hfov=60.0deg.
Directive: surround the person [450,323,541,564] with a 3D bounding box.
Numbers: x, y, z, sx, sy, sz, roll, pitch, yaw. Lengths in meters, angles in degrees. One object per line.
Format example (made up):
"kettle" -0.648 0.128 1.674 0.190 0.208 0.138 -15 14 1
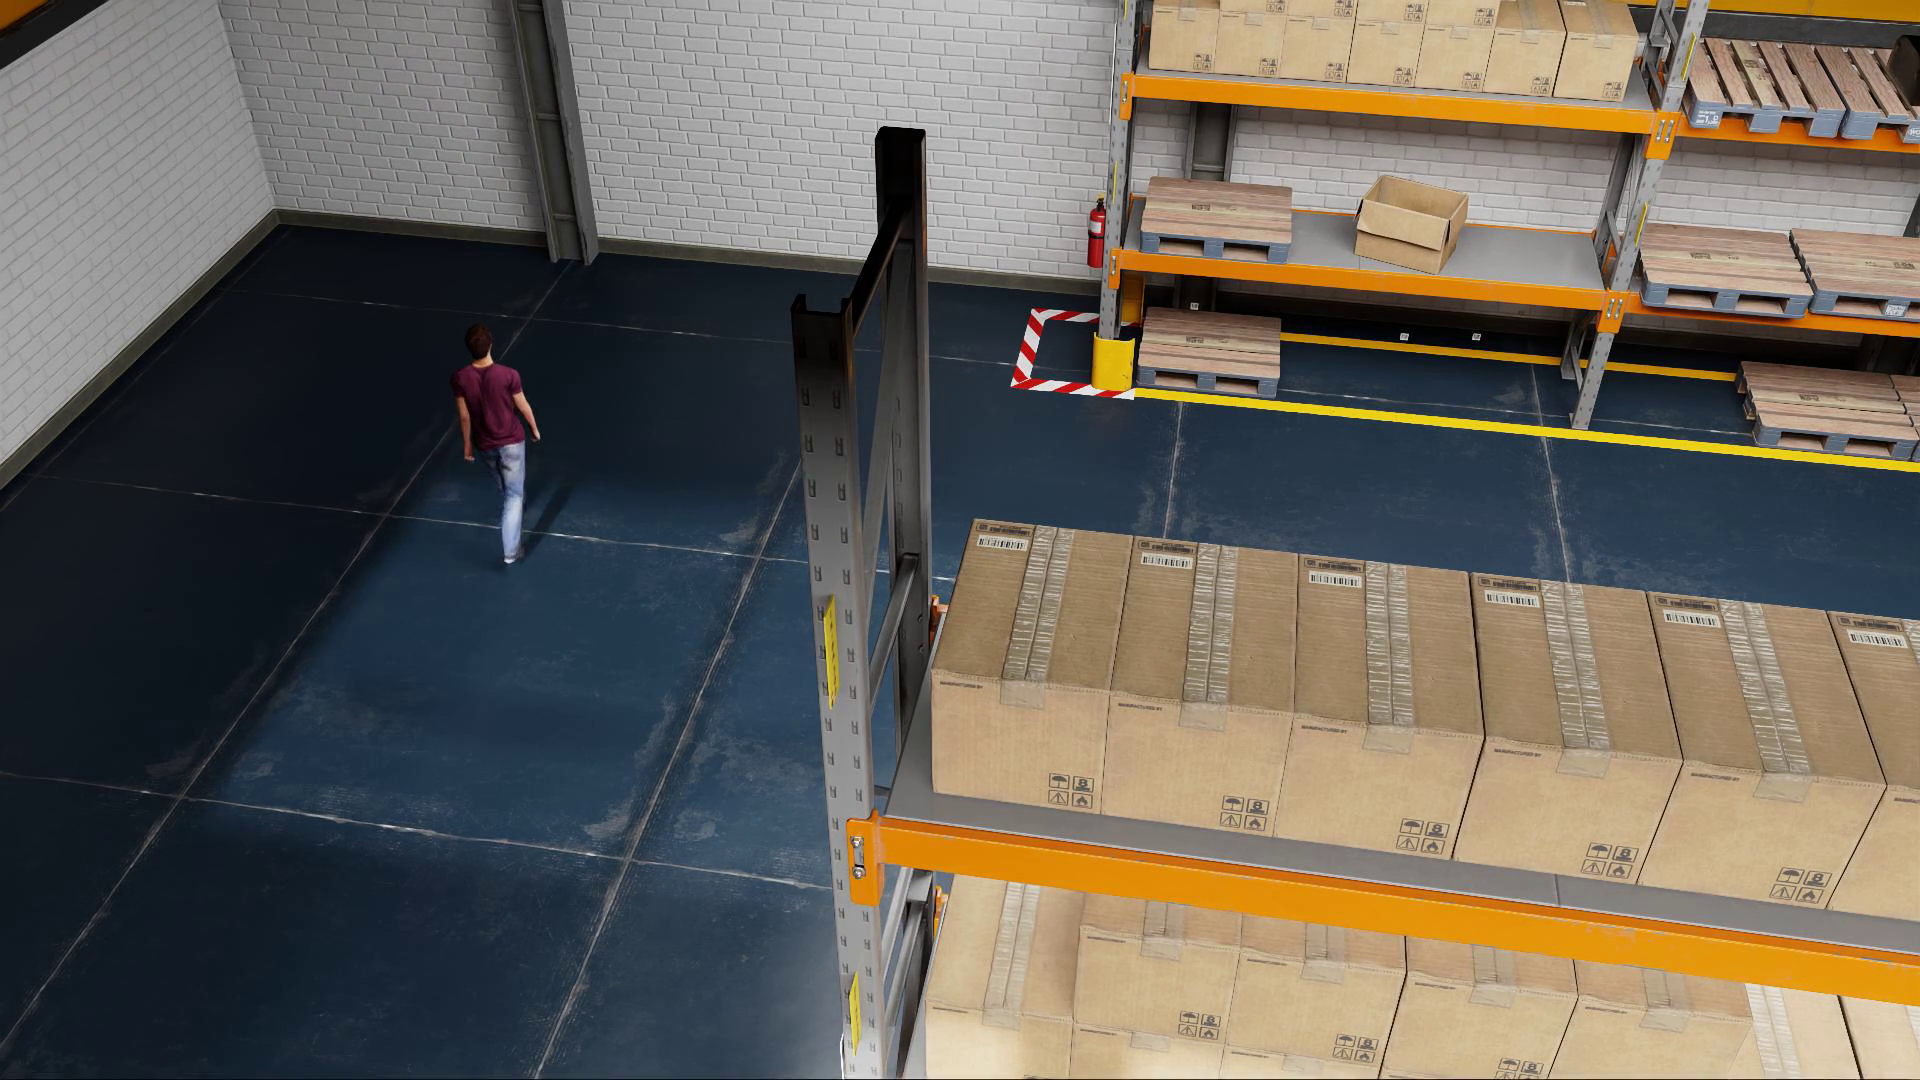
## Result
"person" -3.376 -0.672 12.121 1.163 1.806 0.873 1 39 1
